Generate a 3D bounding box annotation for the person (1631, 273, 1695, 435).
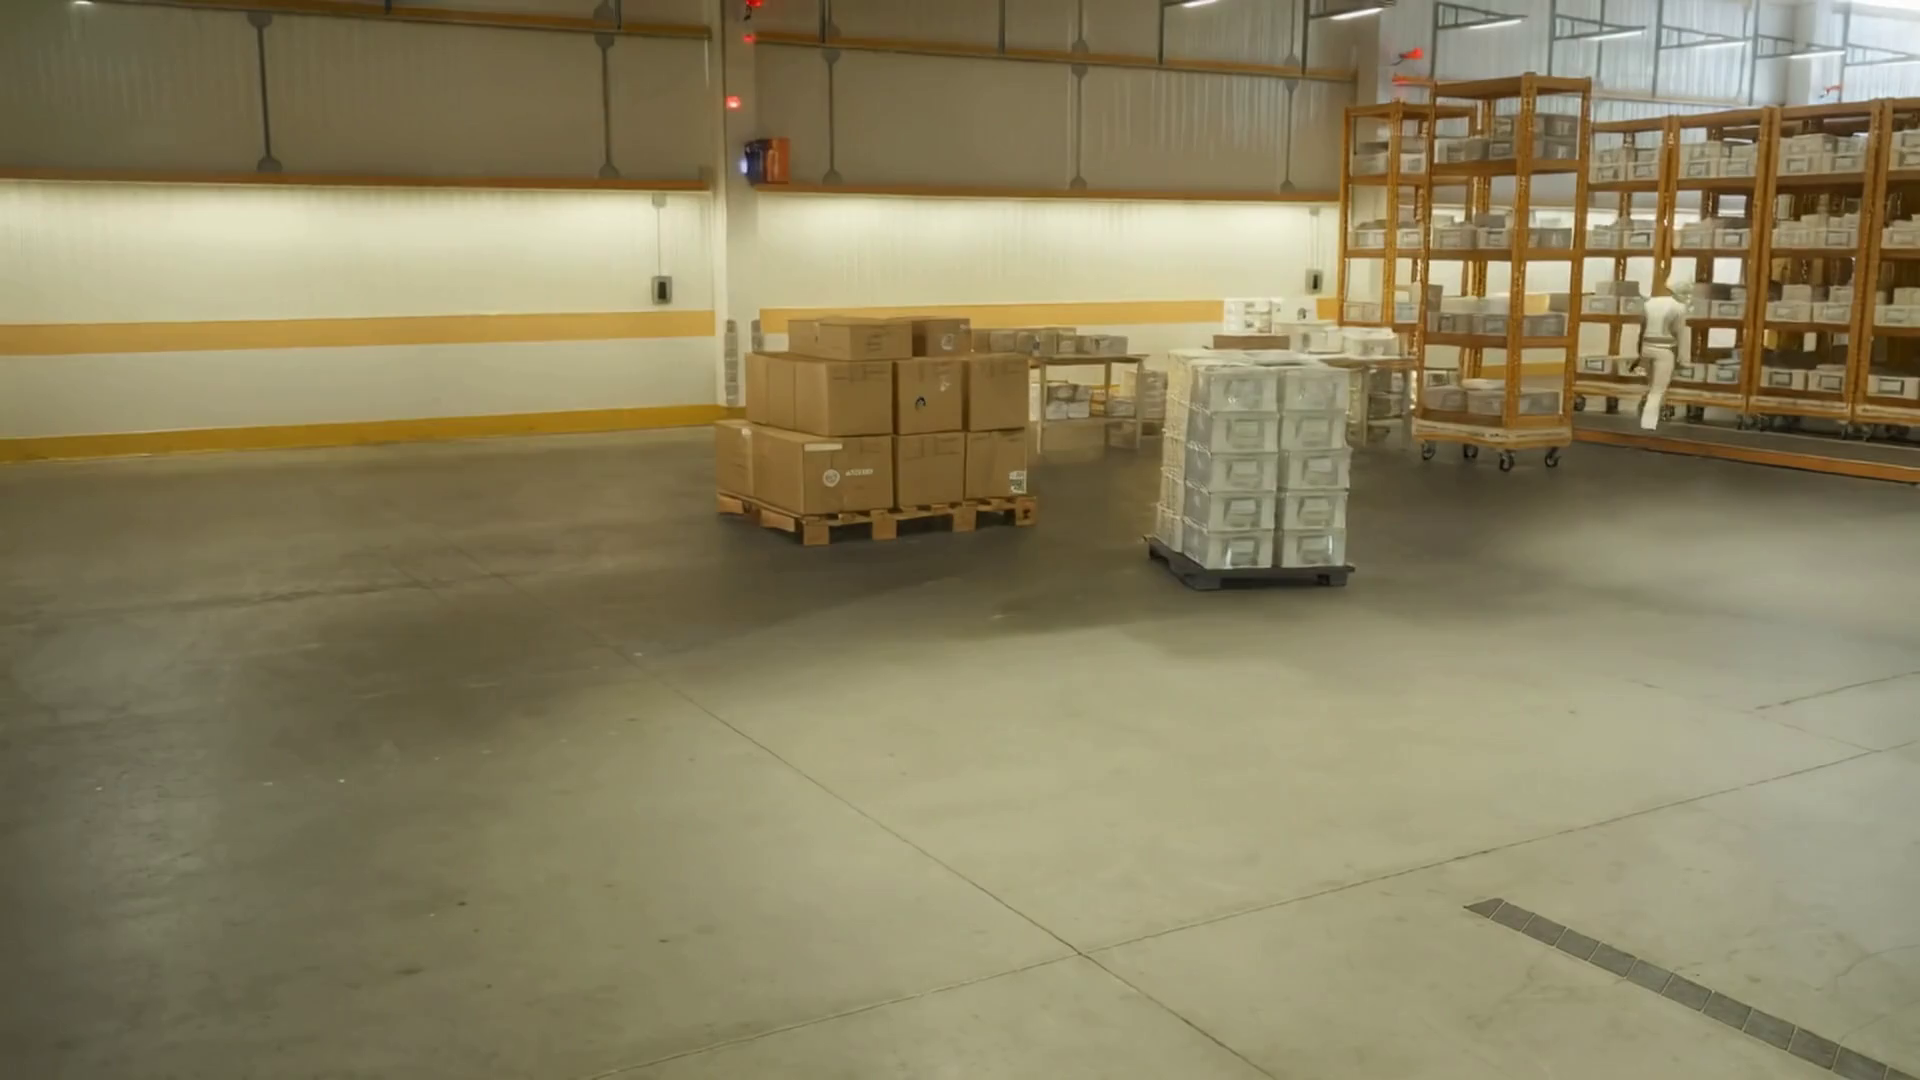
[{"bbox_3d":[7.719,-2.029,18.292,0.438,1.784,0.675,-4,11,-20],"label":"person"}]
